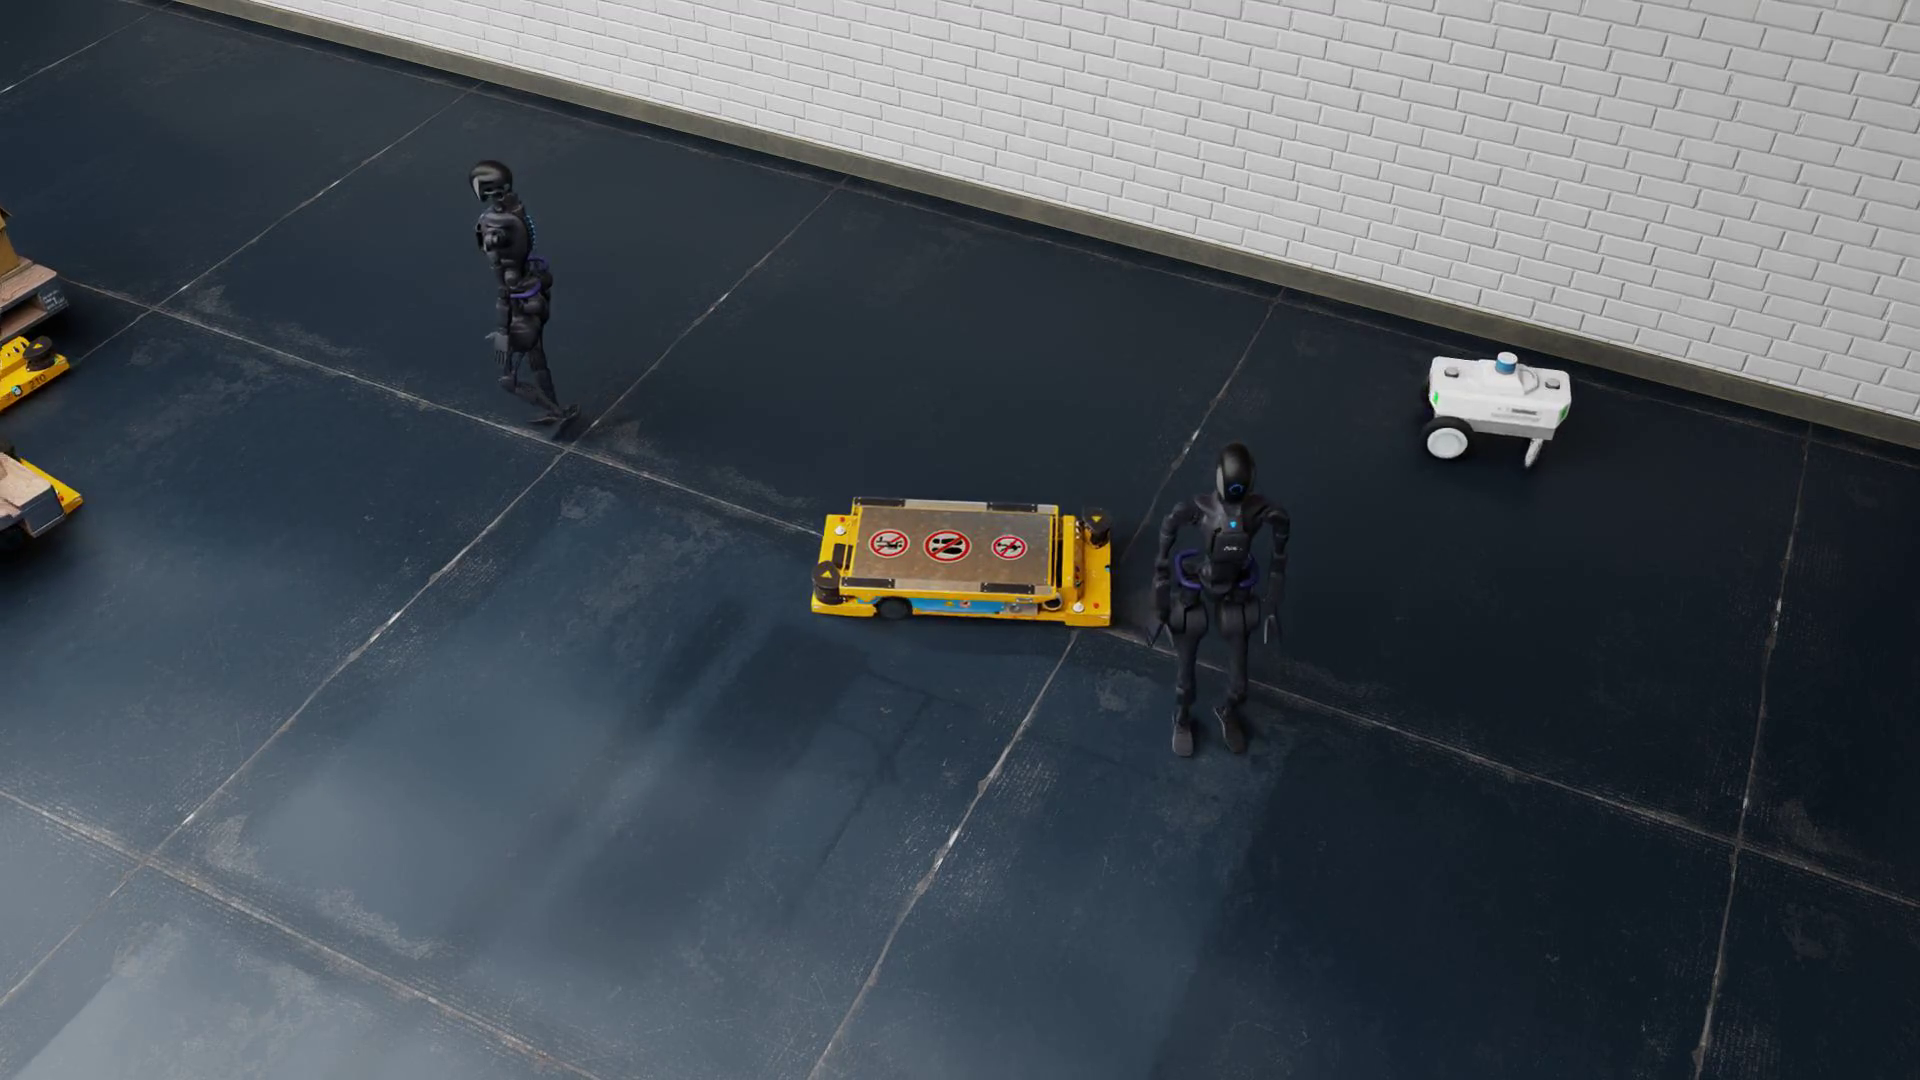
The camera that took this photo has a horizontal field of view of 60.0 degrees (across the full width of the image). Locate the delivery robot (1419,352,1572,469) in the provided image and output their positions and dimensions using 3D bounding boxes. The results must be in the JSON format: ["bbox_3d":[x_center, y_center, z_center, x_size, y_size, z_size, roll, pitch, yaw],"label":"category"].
[{"bbox_3d":[2.805,-0.720,8.835,0.784,0.613,0.520,8,43,8],"label":"delivery robot"}]

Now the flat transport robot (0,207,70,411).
[{"bbox_3d":[-5.813,-1.090,9.431,1.431,0.231,0.659,22,47,22],"label":"flat transport robot"}]

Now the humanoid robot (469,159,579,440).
[{"bbox_3d":[-2.233,-1.224,8.534,0.379,1.645,0.594,1,43,1],"label":"humanoid robot"}]

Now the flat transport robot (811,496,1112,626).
[{"bbox_3d":[0.021,0.106,8.141,1.431,0.231,0.659,2,43,3],"label":"flat transport robot"}]

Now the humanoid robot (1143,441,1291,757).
[{"bbox_3d":[1.062,0.268,6.923,0.583,1.648,0.334,-3,43,-3],"label":"humanoid robot"}]

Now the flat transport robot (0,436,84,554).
[{"bbox_3d":[-5.183,0.029,8.224,0.659,0.231,1.431,25,48,25],"label":"flat transport robot"}]
